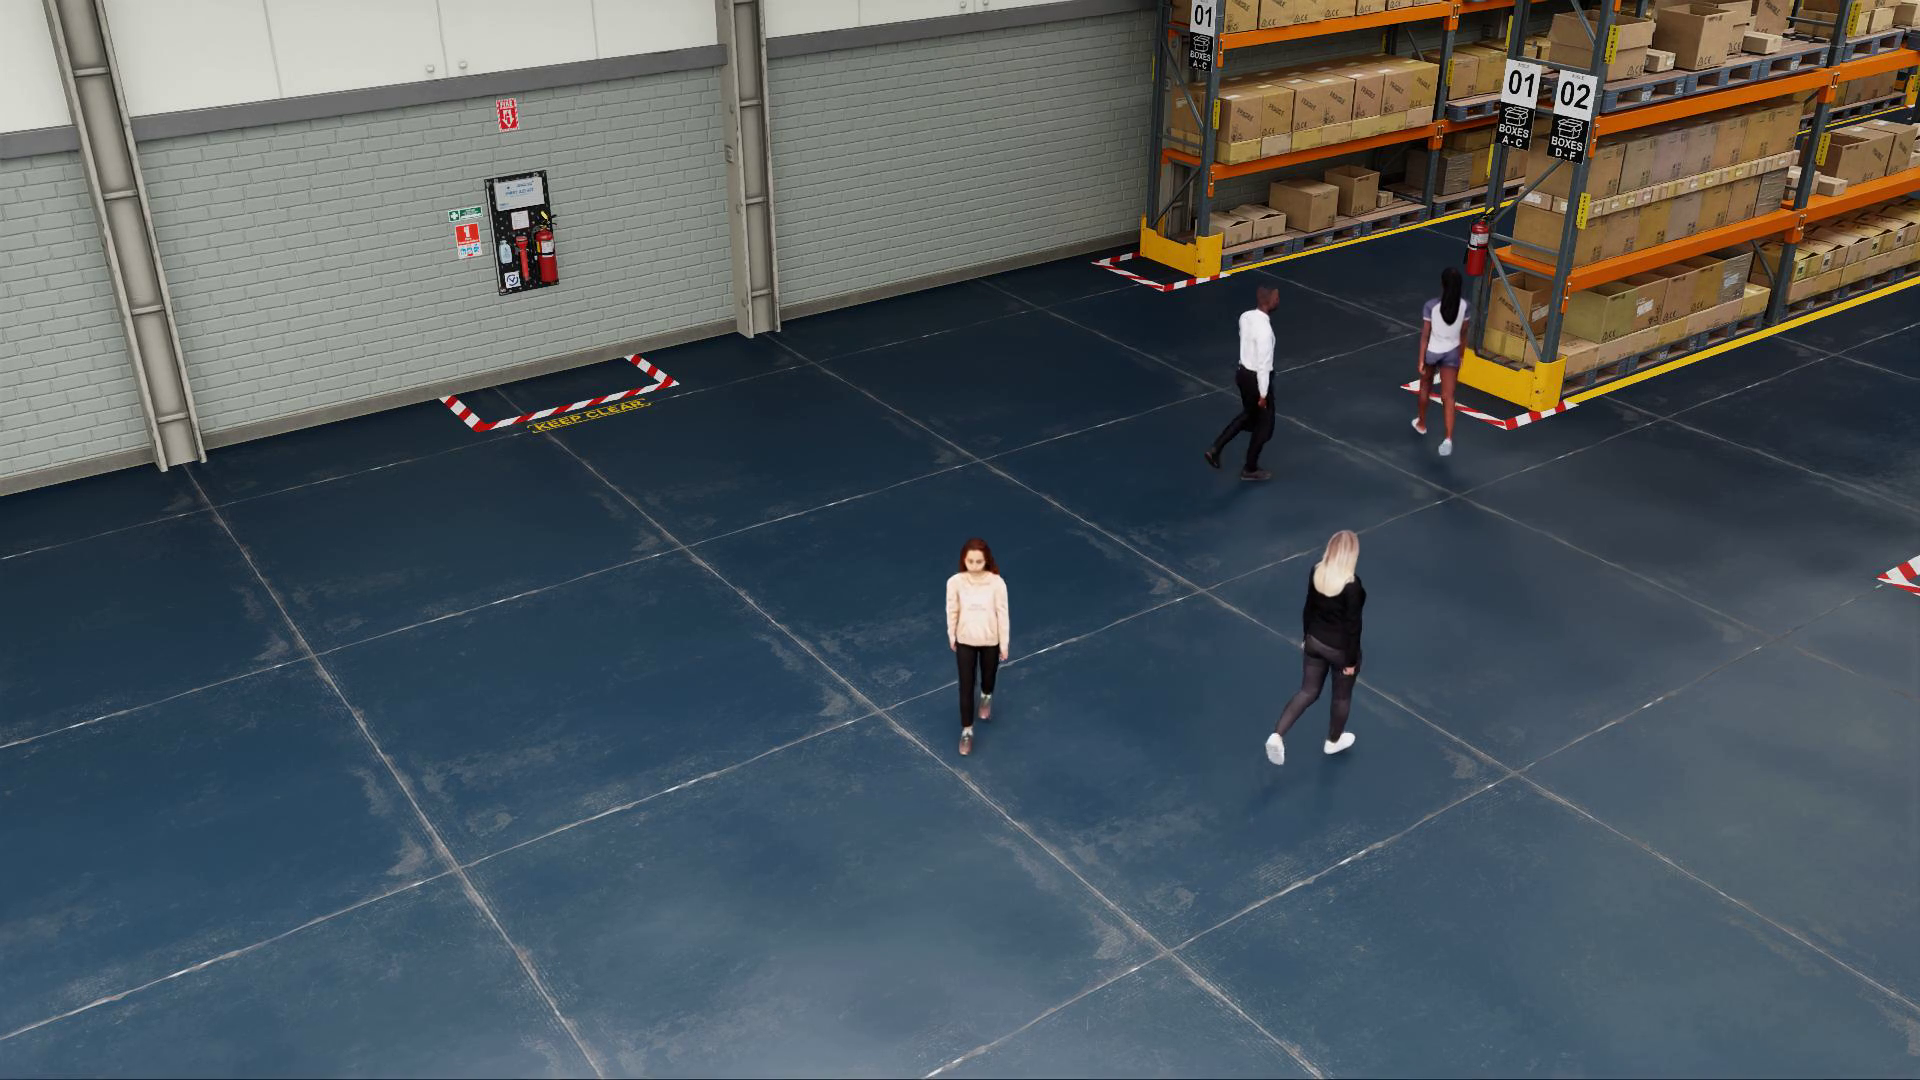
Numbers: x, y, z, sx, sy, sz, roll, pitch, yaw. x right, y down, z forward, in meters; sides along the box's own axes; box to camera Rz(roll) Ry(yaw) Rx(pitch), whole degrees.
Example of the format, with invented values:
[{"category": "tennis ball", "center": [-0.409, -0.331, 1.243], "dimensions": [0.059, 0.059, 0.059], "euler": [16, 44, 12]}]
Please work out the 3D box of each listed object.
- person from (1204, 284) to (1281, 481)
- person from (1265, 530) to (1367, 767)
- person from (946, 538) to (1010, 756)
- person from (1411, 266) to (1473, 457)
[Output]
[{"category": "person", "center": [2.460, -1.328, 14.394], "dimensions": [0.973, 1.813, 0.809], "euler": [-8, 28, -15]}, {"category": "person", "center": [2.291, 0.733, 10.556], "dimensions": [1.020, 1.662, 0.630], "euler": [-19, 33, -32]}, {"category": "person", "center": [0.137, 0.633, 10.970], "dimensions": [0.920, 1.461, 0.948], "euler": [2, 27, 4]}, {"category": "person", "center": [4.368, -1.594, 15.052], "dimensions": [1.204, 1.683, 1.133], "euler": [0, 27, 1]}]
